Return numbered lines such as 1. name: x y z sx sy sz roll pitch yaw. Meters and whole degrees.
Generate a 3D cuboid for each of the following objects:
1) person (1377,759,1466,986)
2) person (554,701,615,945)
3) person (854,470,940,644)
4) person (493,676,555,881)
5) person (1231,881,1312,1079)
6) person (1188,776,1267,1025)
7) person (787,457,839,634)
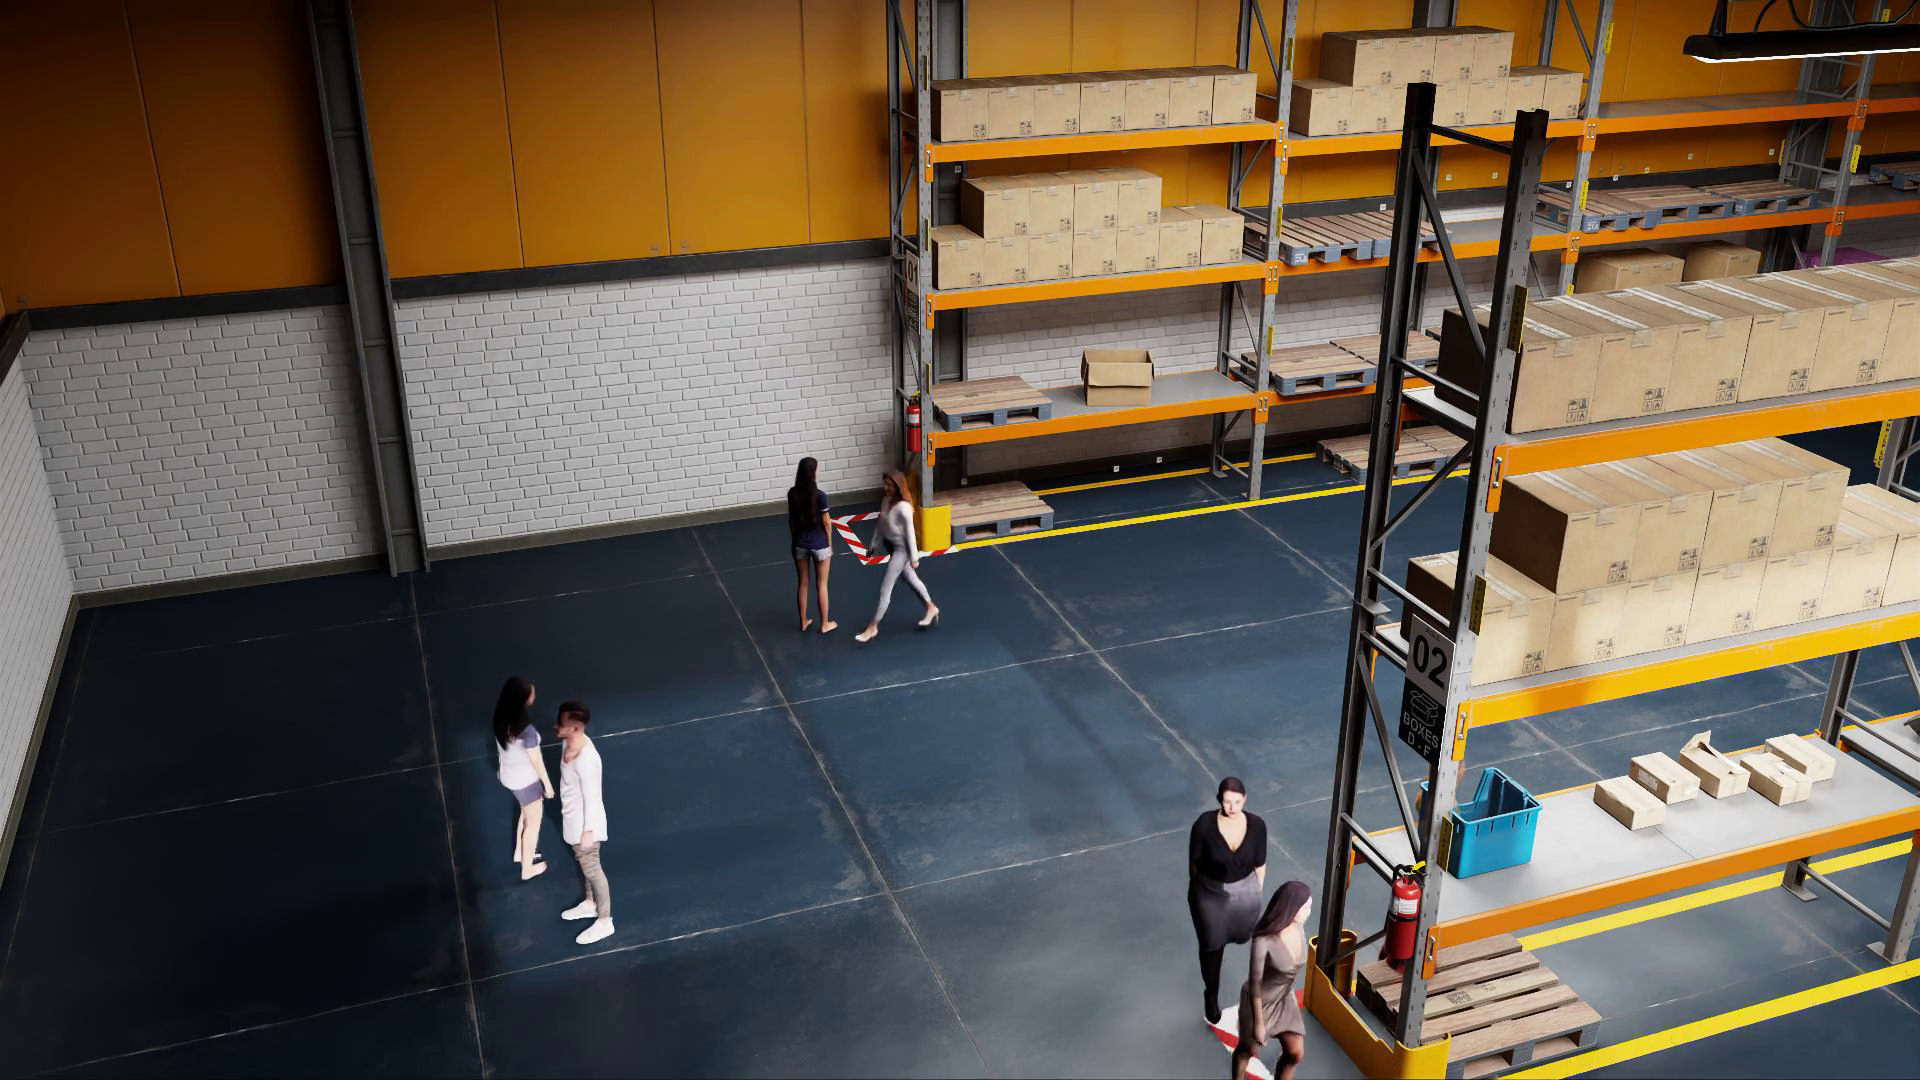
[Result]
1. person: 3.070 2.178 10.964 0.726 1.797 0.702 -1 24 -2
2. person: -2.611 1.915 11.510 0.599 1.840 0.696 -12 26 -25
3. person: -0.495 0.149 15.720 1.179 1.705 0.712 -12 26 -25
4. person: -3.238 1.759 12.060 0.751 1.685 0.768 18 29 35
5. person: 1.777 2.704 9.852 0.692 1.722 0.782 -14 27 -30
6. person: 1.710 2.270 10.822 1.007 1.741 0.914 0 24 0
7. person: -1.424 0.057 15.854 0.641 1.766 0.721 7 25 17
